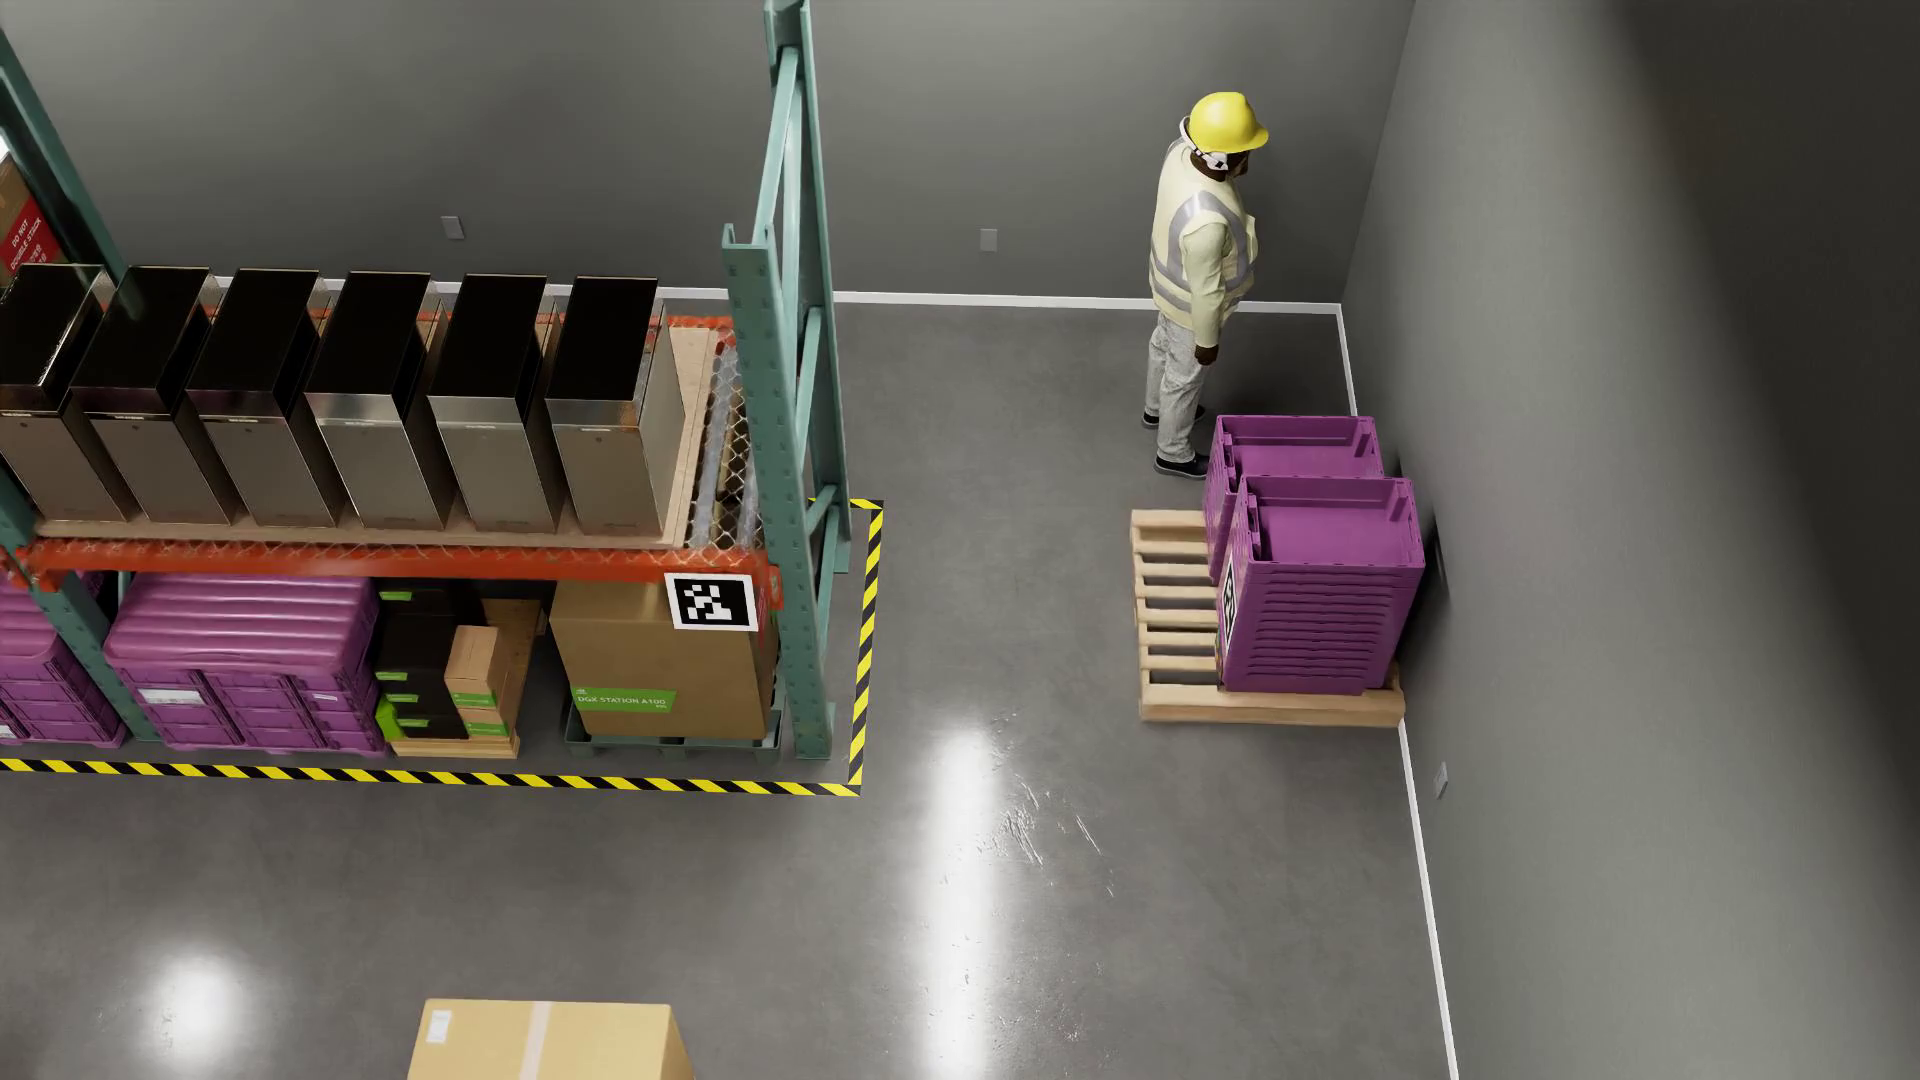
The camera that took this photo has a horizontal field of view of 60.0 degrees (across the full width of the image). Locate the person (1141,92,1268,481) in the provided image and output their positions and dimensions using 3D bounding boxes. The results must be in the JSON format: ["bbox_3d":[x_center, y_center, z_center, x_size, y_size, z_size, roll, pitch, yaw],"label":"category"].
[{"bbox_3d":[0.938,-0.985,6.535,0.404,1.833,0.590,-4,52,-3],"label":"person"}]
